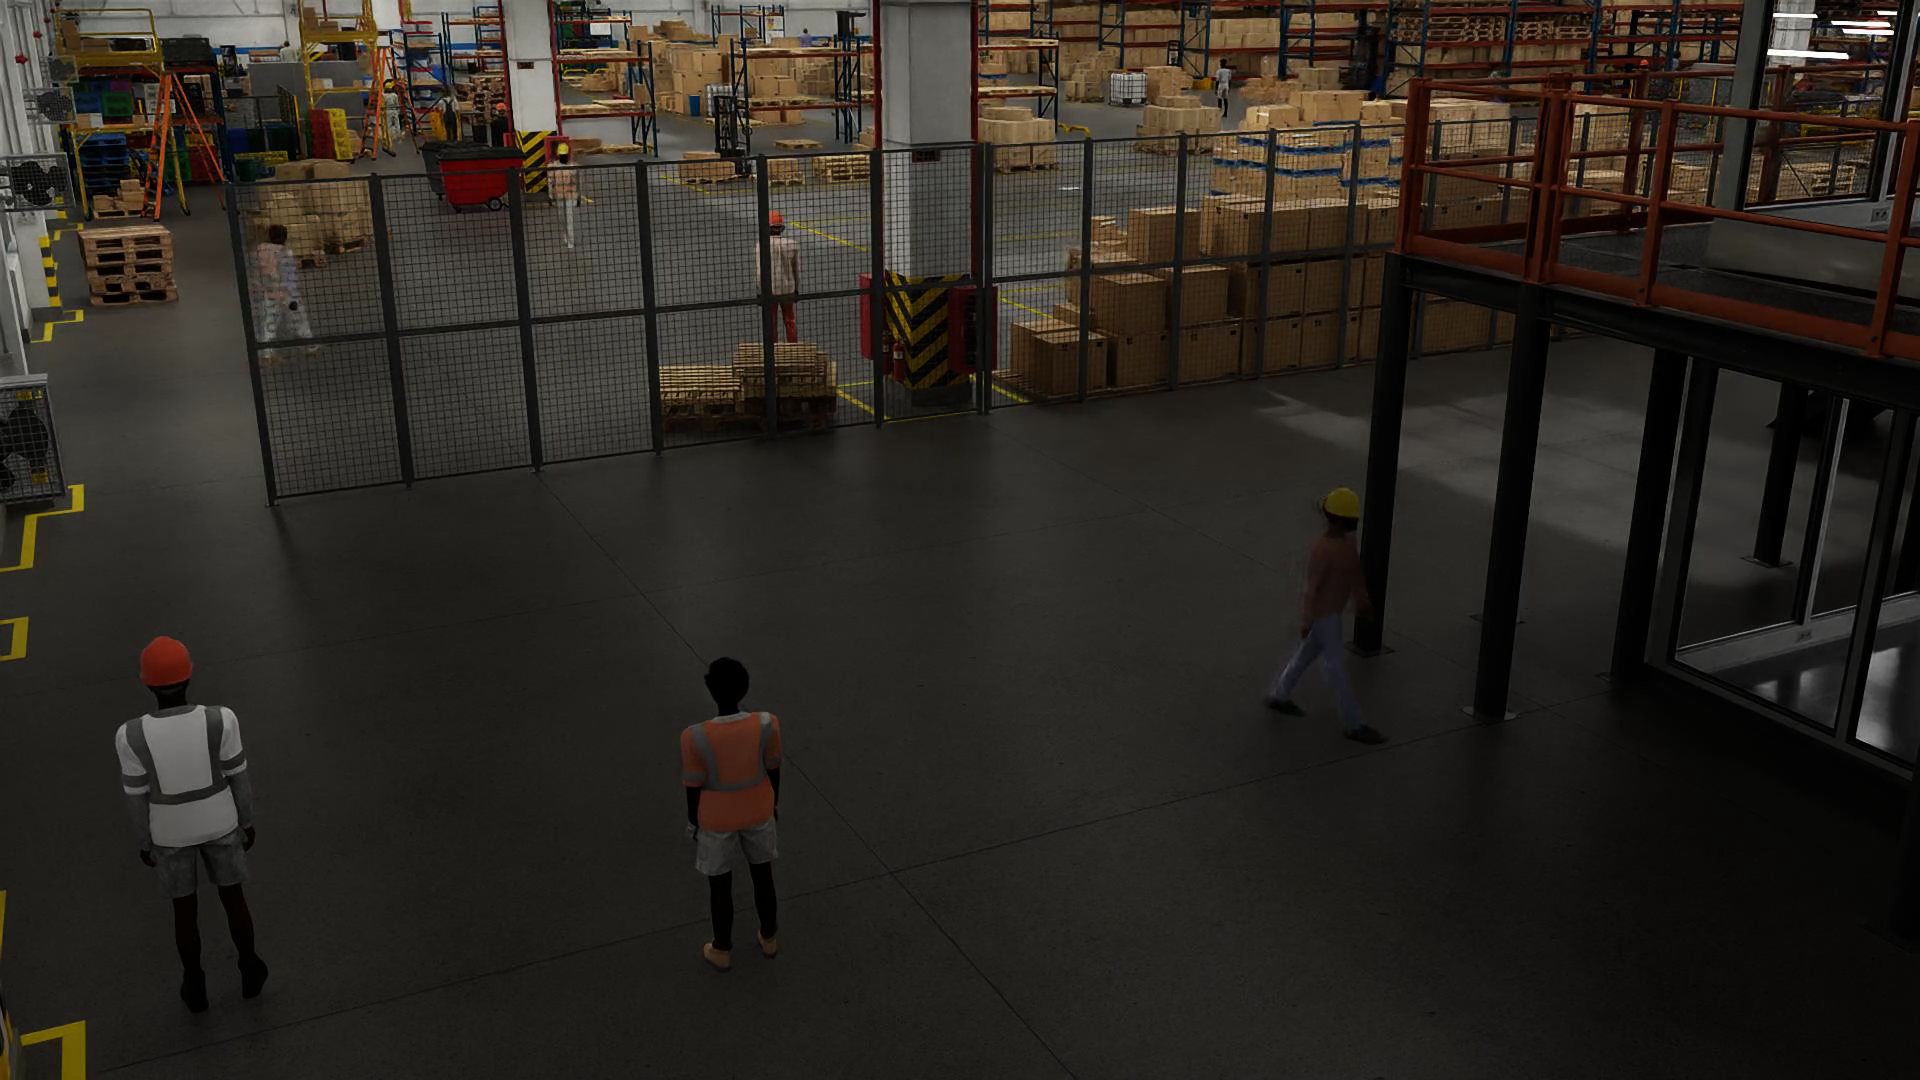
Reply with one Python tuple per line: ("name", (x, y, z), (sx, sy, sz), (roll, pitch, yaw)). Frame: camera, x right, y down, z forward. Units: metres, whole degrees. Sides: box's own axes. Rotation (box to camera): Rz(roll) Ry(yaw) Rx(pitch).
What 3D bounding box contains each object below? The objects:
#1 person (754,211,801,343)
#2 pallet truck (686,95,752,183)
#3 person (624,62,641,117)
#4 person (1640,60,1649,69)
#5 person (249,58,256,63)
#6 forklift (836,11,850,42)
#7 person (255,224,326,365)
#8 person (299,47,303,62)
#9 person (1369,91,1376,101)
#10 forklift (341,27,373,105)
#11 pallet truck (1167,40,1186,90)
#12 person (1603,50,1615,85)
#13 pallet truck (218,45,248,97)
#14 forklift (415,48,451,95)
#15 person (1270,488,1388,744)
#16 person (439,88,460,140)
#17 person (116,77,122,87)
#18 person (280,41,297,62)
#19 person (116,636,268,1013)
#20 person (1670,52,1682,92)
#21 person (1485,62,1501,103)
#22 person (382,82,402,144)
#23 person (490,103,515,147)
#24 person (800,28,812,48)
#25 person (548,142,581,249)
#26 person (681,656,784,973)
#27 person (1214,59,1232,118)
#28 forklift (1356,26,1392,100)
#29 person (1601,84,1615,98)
("person", (-2.333, -3.201, 21.285), (0.611, 1.995, 0.381), (-9, 21, -25))
("pallet truck", (-5.836, -9.608, 39.856), (0.823, 1.965, 1.885), (10, 22, 27))
("person", (-11.136, -15.429, 56.819), (0.630, 1.940, 0.372), (-9, 21, -25))
("person", (23.115, -15.277, 56.372), (0.545, 1.942, 0.353), (-9, 21, -25))
("person", (-24.784, -16.089, 58.876), (0.410, 1.857, 0.684), (7, 20, 19))
("forklift", (-5.836, -25.025, 83.213), (1.873, 2.768, 1.129), (-9, 21, -25))
("person", (-8.781, -3.202, 21.604), (0.625, 1.795, 0.949), (6, 20, 18))
("person", (-28.844, -21.135, 73.403), (0.567, 1.923, 0.454), (-8, 21, -22))
("person", (11.217, -11.394, 45.486), (0.535, 1.697, 0.318), (-9, 21, -25))
("forklift", (-22.275, -17.346, 60.954), (1.873, 2.768, 1.129), (-9, 21, -25))
("pallet truck", (9.045, -19.971, 69.895), (0.823, 1.965, 1.885), (-3, 19, -8))
("person", (26.531, -19.166, 68.012), (0.535, 1.700, 0.318), (-9, 21, -25))
("pallet truck", (-28.879, -18.665, 66.111), (0.823, 1.965, 1.885), (-3, 19, -9))
("forklift", (-21.664, -19.394, 66.889), (1.129, 2.768, 1.873), (14, 23, 34))
("person", (2.482, 0.467, 11.078), (0.897, 1.719, 0.526), (12, 22, 31))
("person", (-13.931, -11.435, 45.455), (0.506, 1.805, 0.912), (-6, 20, -17))
("person", (-26.688, -13.916, 52.944), (0.520, 1.602, 0.808), (-12, 22, -30))
("person", (-28.531, -20.239, 70.762), (0.630, 1.940, 0.372), (-9, 21, -25))
("person", (-3.725, 1.380, 8.088), (0.545, 1.942, 0.353), (-9, 21, -25))
("person", (29.070, -19.047, 67.755), (0.878, 1.628, 0.542), (-1, 19, -2))
("person", (18.267, -15.403, 56.908), (1.025, 1.849, 0.592), (-3, 19, -8))
("person", (-16.509, -12.382, 48.281), (0.487, 1.744, 0.296), (-9, 21, -25))
("person", (-10.382, -8.964, 37.988), (0.611, 1.997, 0.375), (-9, 21, -25))
("person", (-7.862, -25.138, 84.962), (0.630, 1.940, 0.372), (-9, 21, -25))
("person", (-7.232, -6.351, 30.562), (0.580, 1.905, 0.812), (0, 19, -1))
("person", (-1.143, 1.388, 8.430), (0.535, 1.700, 0.318), (-9, 21, -25))
("person", (8.935, -15.367, 56.596), (0.607, 1.966, 0.367), (-9, 21, -25))
("forklift", (15.134, -17.658, 61.858), (1.873, 2.768, 1.129), (-9, 21, -25))
("person", (17.267, -11.238, 44.670), (0.630, 1.940, 0.372), (-9, 21, -25))
